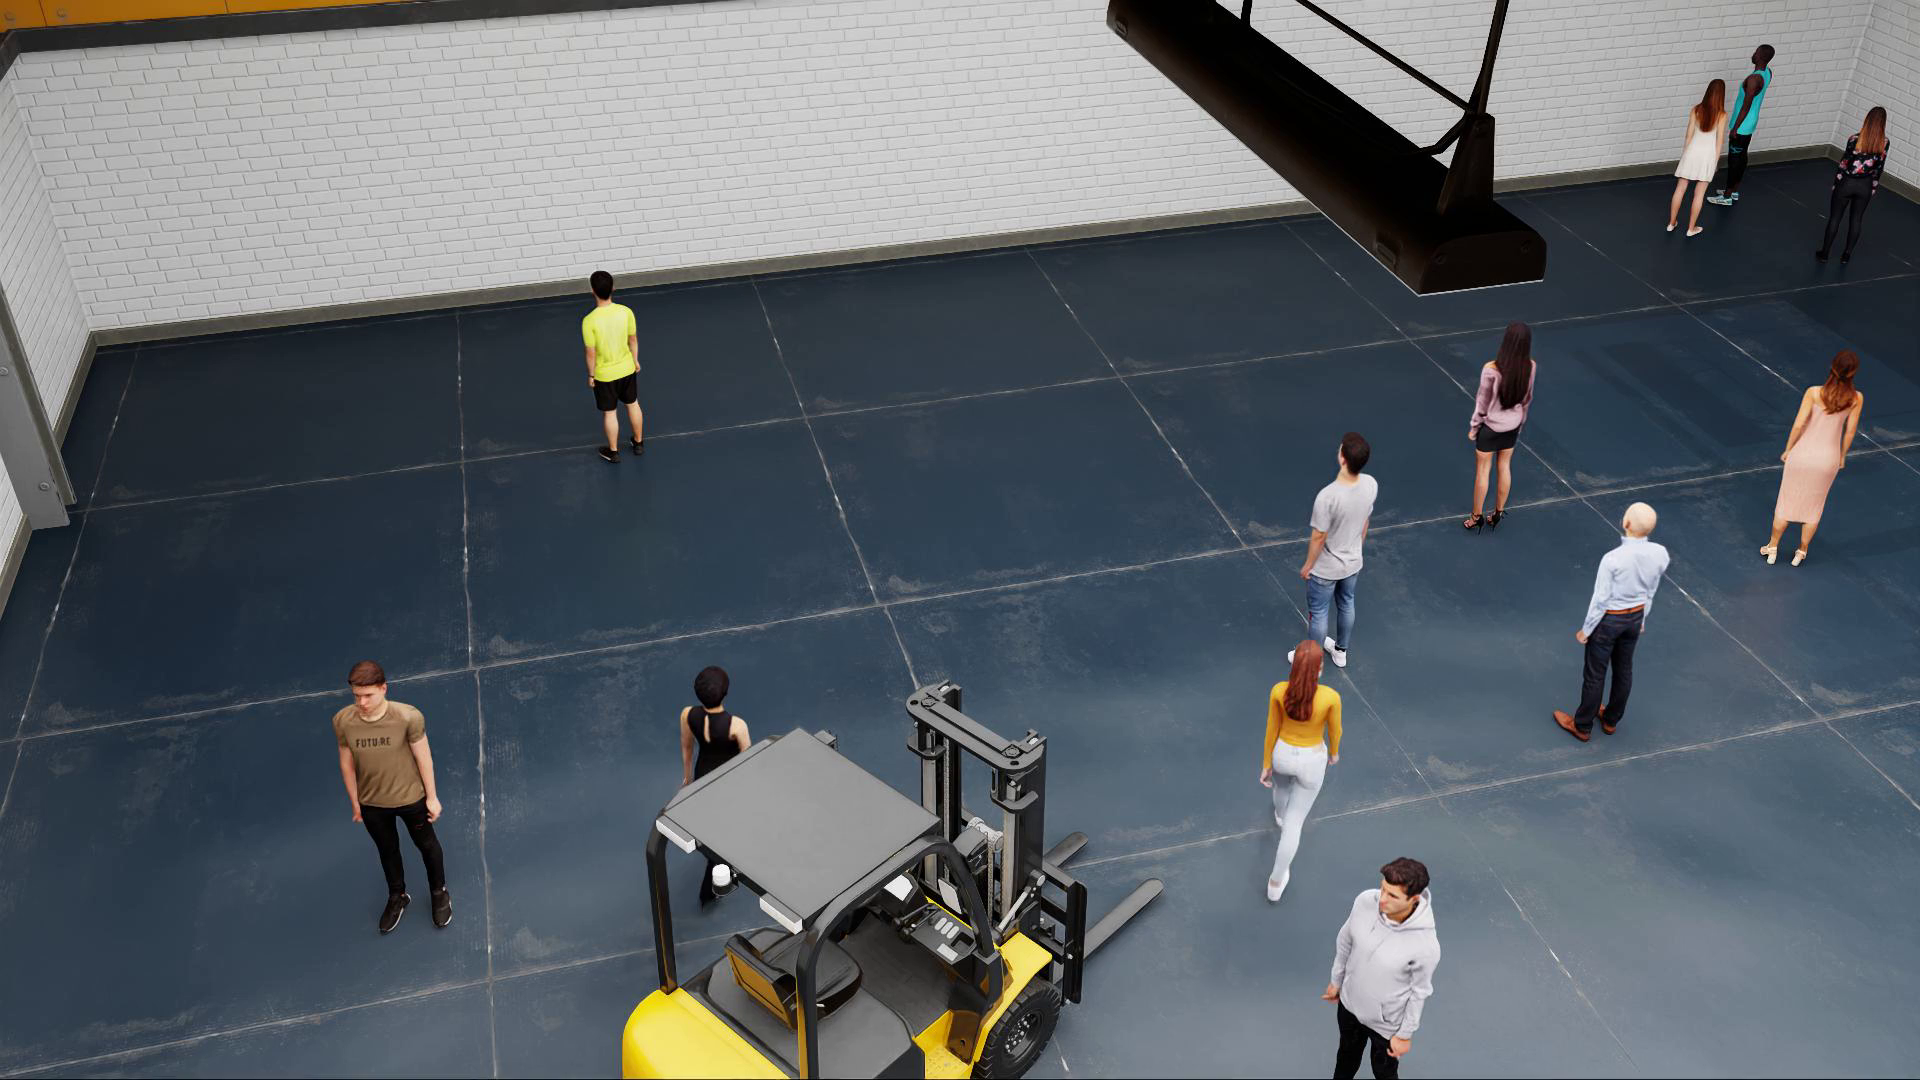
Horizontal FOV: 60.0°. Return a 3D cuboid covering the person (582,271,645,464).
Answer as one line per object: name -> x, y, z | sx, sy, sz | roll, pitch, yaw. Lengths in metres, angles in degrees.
person -> -2.908, -1.461, 13.983 | 0.684, 1.709, 0.649 | -20, 39, -28

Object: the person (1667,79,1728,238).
person -> 8.018, -4.153, 18.032 | 0.624, 1.712, 0.707 | 25, 41, 33

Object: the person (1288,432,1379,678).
person -> 2.598, 0.103, 11.469 | 0.730, 1.889, 0.661 | -18, 38, -25

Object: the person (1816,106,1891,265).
person -> 9.362, -3.711, 17.392 | 0.655, 1.683, 0.659 | 8, 34, 12

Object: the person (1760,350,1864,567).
person -> 6.472, -0.614, 12.599 | 0.666, 1.831, 0.683 | 10, 35, 15

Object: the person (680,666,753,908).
person -> -1.437, 1.475, 9.710 | 0.991, 1.550, 1.120 | 13, 36, 19

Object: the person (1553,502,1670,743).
person -> 4.291, 0.541, 10.897 | 0.625, 1.791, 0.535 | -9, 35, -13

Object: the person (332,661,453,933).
person -> -3.228, 1.443, 9.486 | 0.696, 1.852, 0.621 | -3, 34, -4

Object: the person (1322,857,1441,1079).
person -> 2.060, 2.266, 8.176 | 0.827, 1.931, 0.697 | -25, 41, -32

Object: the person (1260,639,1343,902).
person -> 1.954, 1.386, 9.700 | 0.998, 1.709, 1.158 | 12, 36, 18

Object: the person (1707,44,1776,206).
person -> 8.843, -4.678, 18.732 | 0.692, 1.811, 0.689 | 27, 42, 35

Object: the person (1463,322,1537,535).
person -> 4.211, -0.867, 12.998 | 0.633, 1.810, 0.538 | -6, 34, -10
